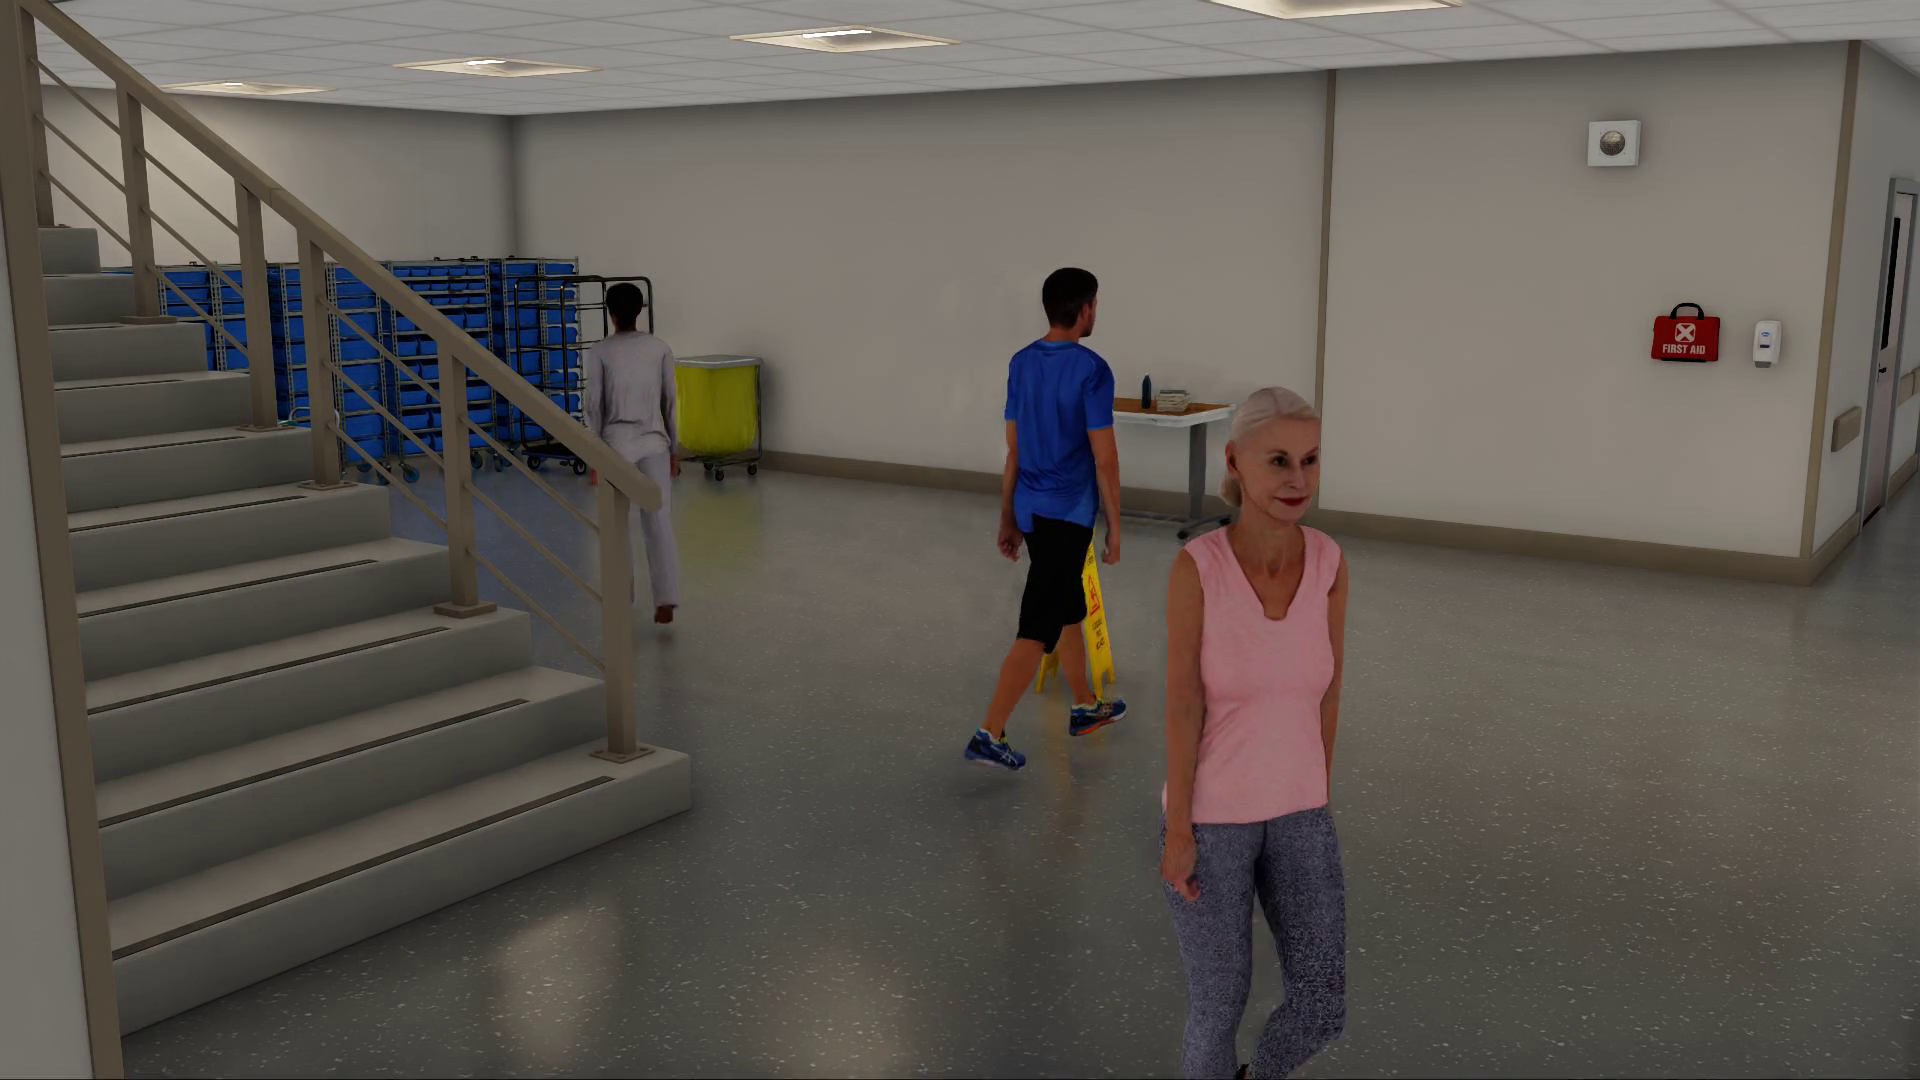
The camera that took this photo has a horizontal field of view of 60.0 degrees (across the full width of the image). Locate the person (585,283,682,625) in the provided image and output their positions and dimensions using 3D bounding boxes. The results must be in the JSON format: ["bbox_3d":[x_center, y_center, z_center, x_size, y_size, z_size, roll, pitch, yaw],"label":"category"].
[{"bbox_3d":[-1.620,-0.410,8.392,1.034,1.703,1.233,-5,12,-23],"label":"person"}]

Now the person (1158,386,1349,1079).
[{"bbox_3d":[0.544,0.543,3.344,0.720,1.712,0.781,-2,11,-12],"label":"person"}]

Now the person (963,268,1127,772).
[{"bbox_3d":[0.290,-0.030,6.086,1.218,1.816,0.819,10,15,43],"label":"person"}]
